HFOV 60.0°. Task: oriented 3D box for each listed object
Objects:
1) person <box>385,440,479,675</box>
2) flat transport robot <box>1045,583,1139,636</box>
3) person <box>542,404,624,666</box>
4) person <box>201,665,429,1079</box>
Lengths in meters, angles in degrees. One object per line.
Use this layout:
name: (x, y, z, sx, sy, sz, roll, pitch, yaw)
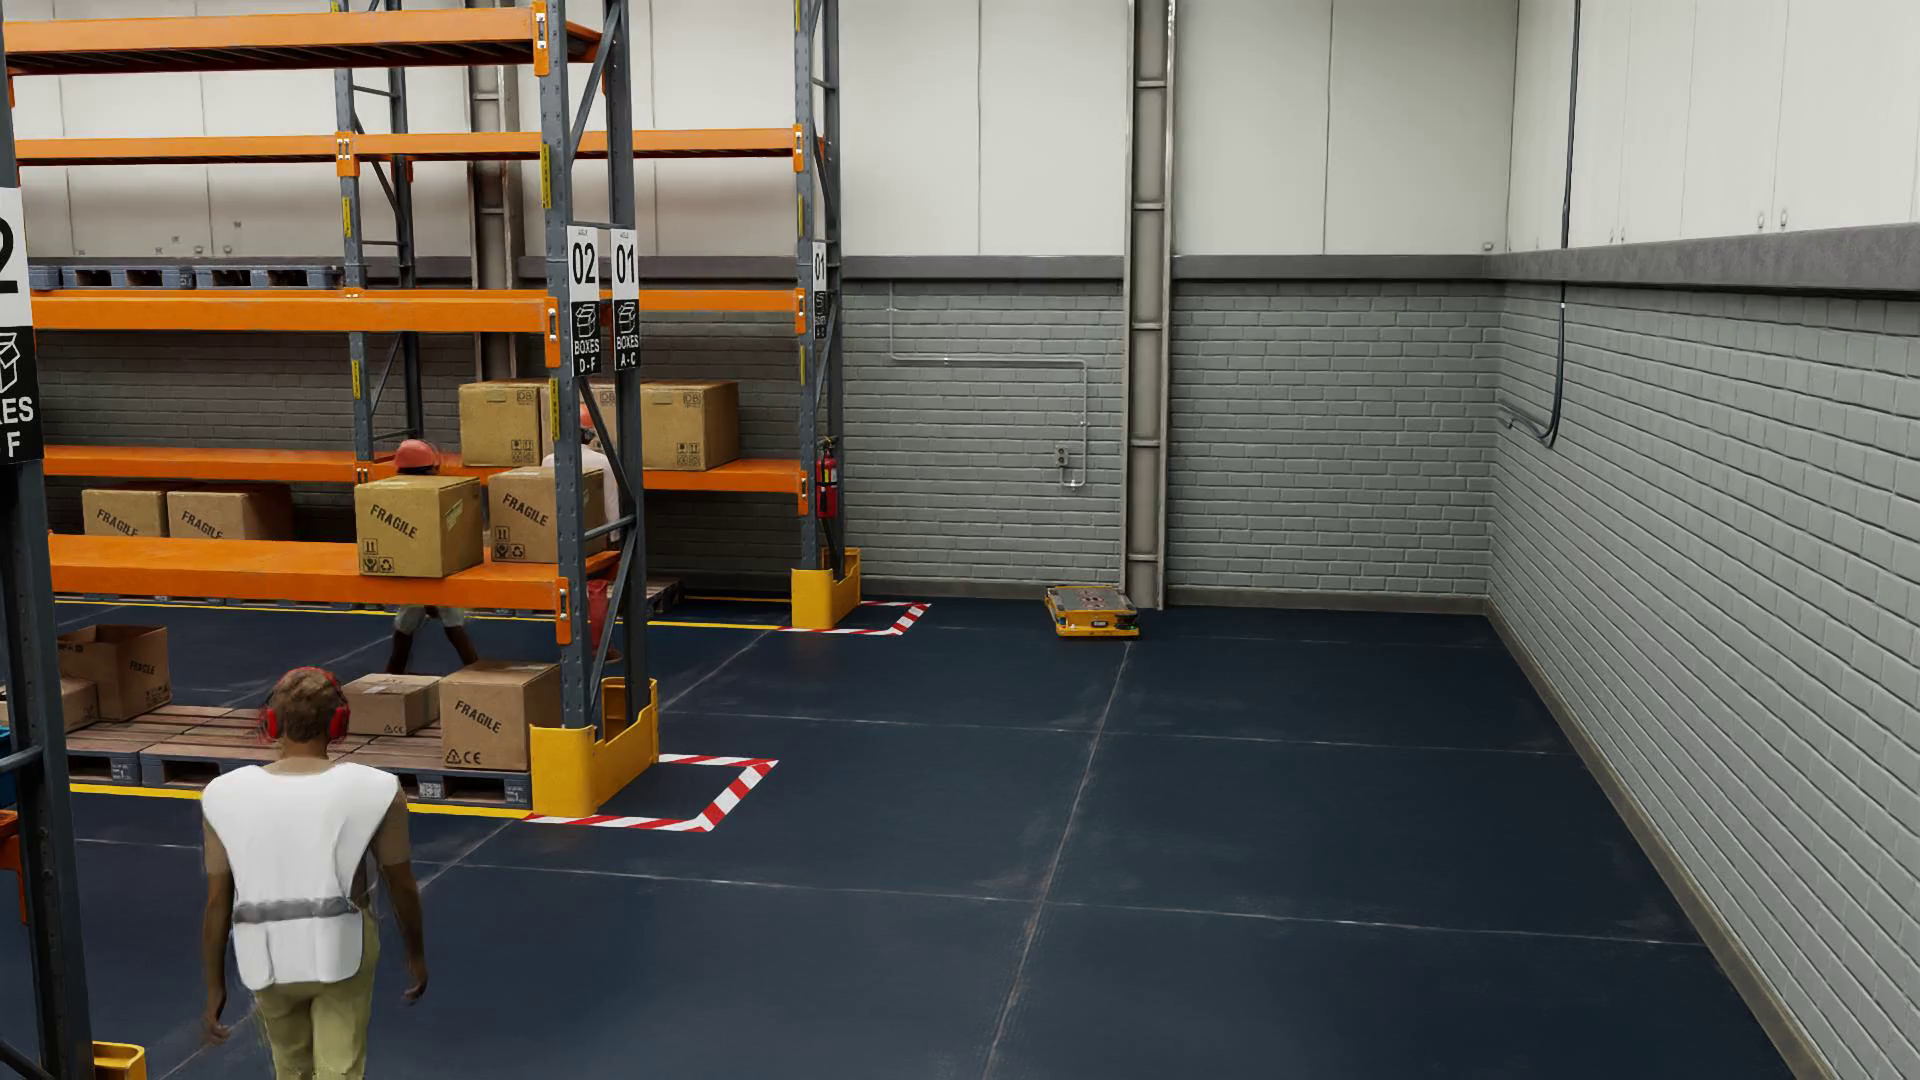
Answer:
person: (-3.600, 0.273, 11.064, 0.997, 1.881, 0.553, 2, 9, 12)
flat transport robot: (1.102, 0.582, 14.147, 0.652, 0.197, 1.431, 0, 9, -2)
person: (-2.853, -0.032, 12.631, 0.620, 1.991, 0.399, 2, 9, 12)
person: (-1.947, 1.268, 5.100, 0.604, 1.809, 0.819, -1, 9, -9)
